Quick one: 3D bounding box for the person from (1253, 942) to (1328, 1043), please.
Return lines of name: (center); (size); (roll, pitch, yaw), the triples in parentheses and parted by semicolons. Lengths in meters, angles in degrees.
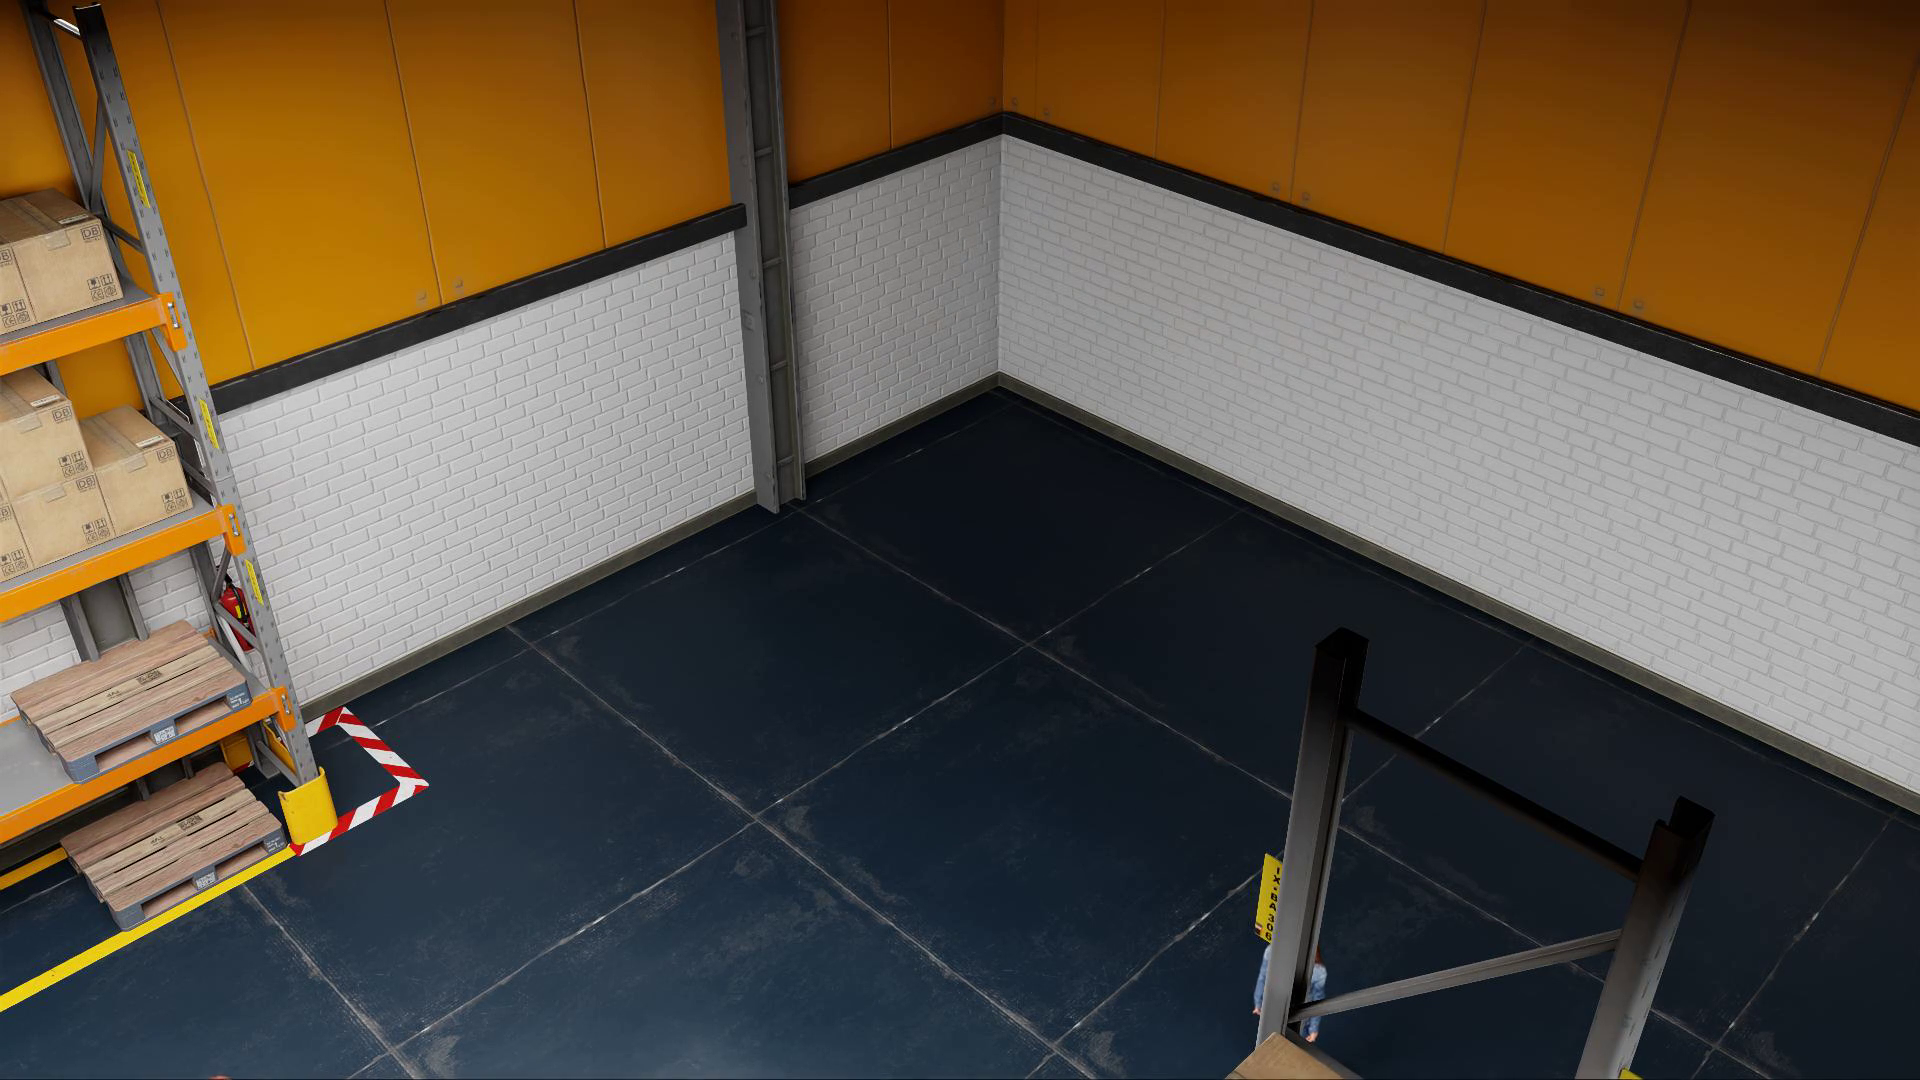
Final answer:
person: (1.974, 2.806, 9.931); (0.612, 1.476, 0.582); (19, 38, 26)
